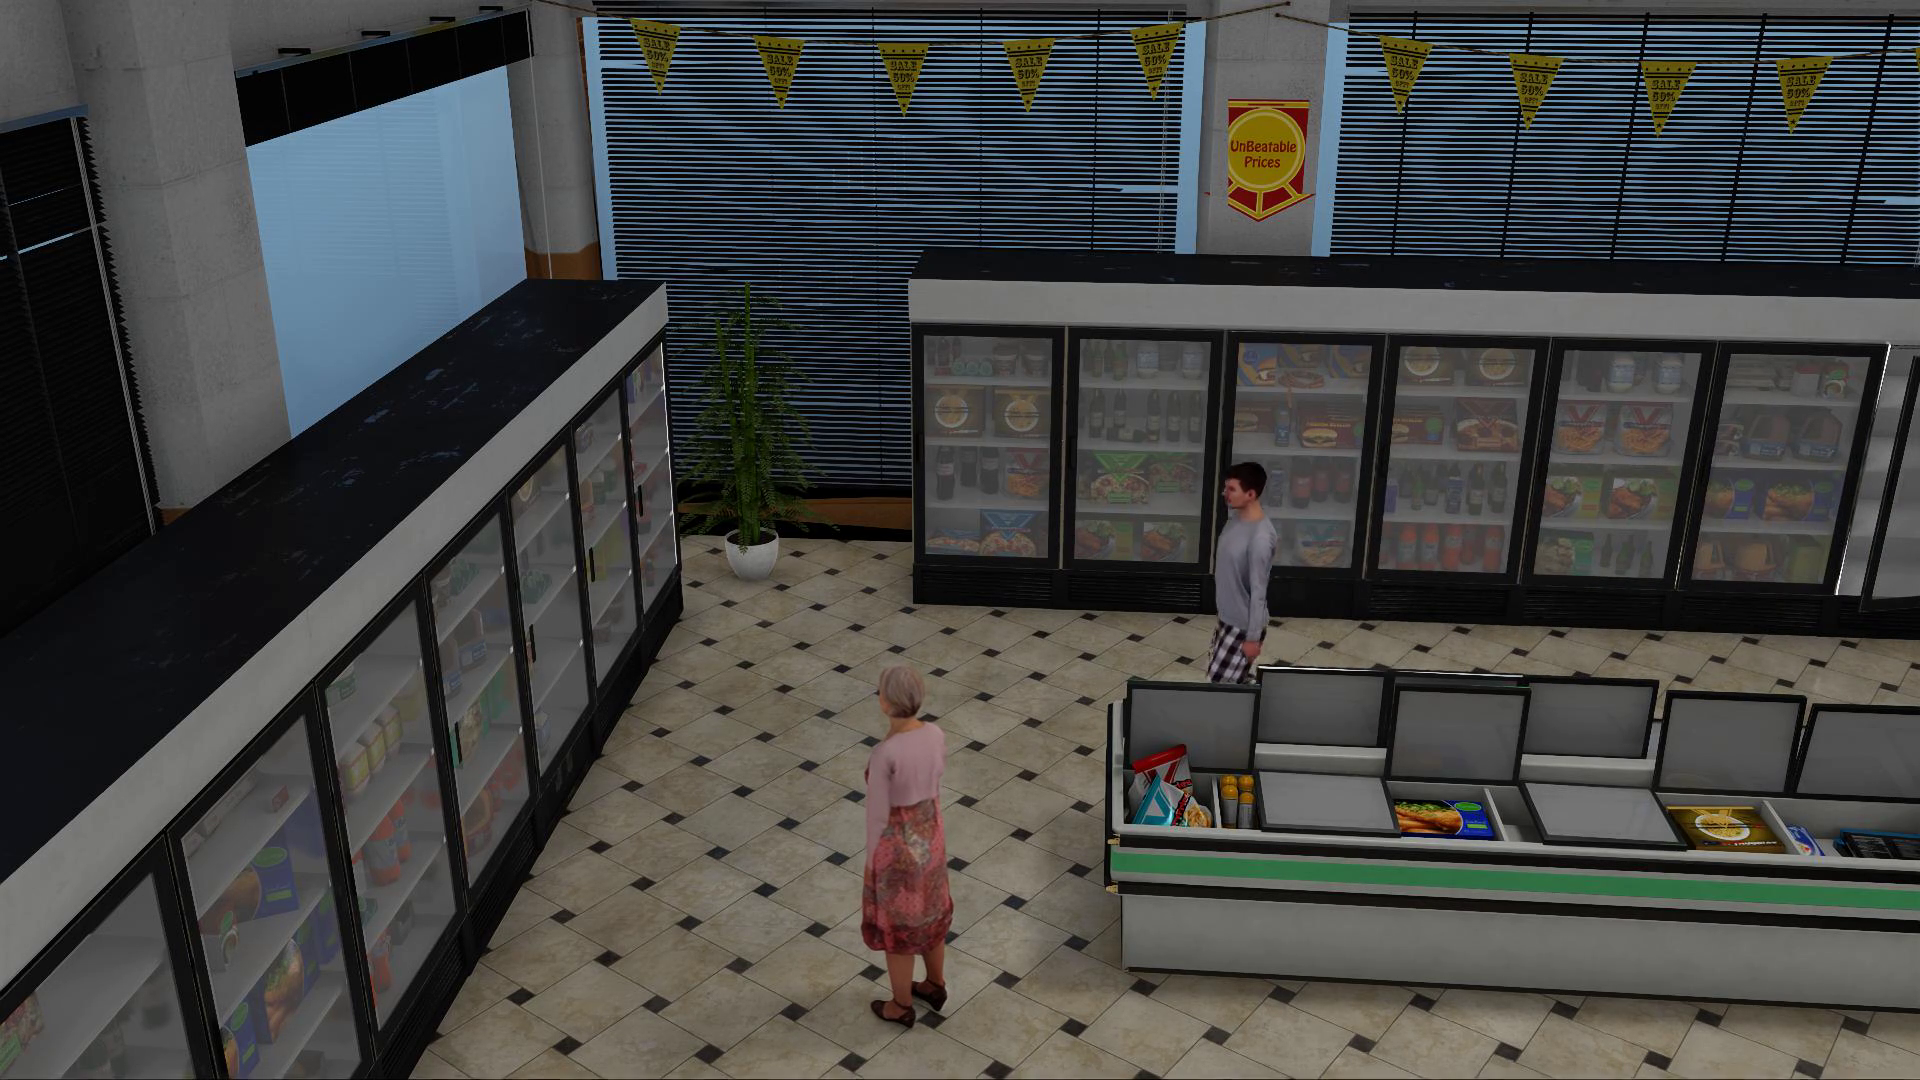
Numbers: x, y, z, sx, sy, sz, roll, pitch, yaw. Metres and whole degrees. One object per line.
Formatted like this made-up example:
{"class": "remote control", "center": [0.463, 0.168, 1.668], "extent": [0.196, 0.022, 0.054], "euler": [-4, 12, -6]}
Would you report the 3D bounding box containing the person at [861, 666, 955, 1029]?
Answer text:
{"class": "person", "center": [-0.217, 1.324, 7.122], "extent": [0.737, 1.690, 0.700], "euler": [17, 28, 37]}
